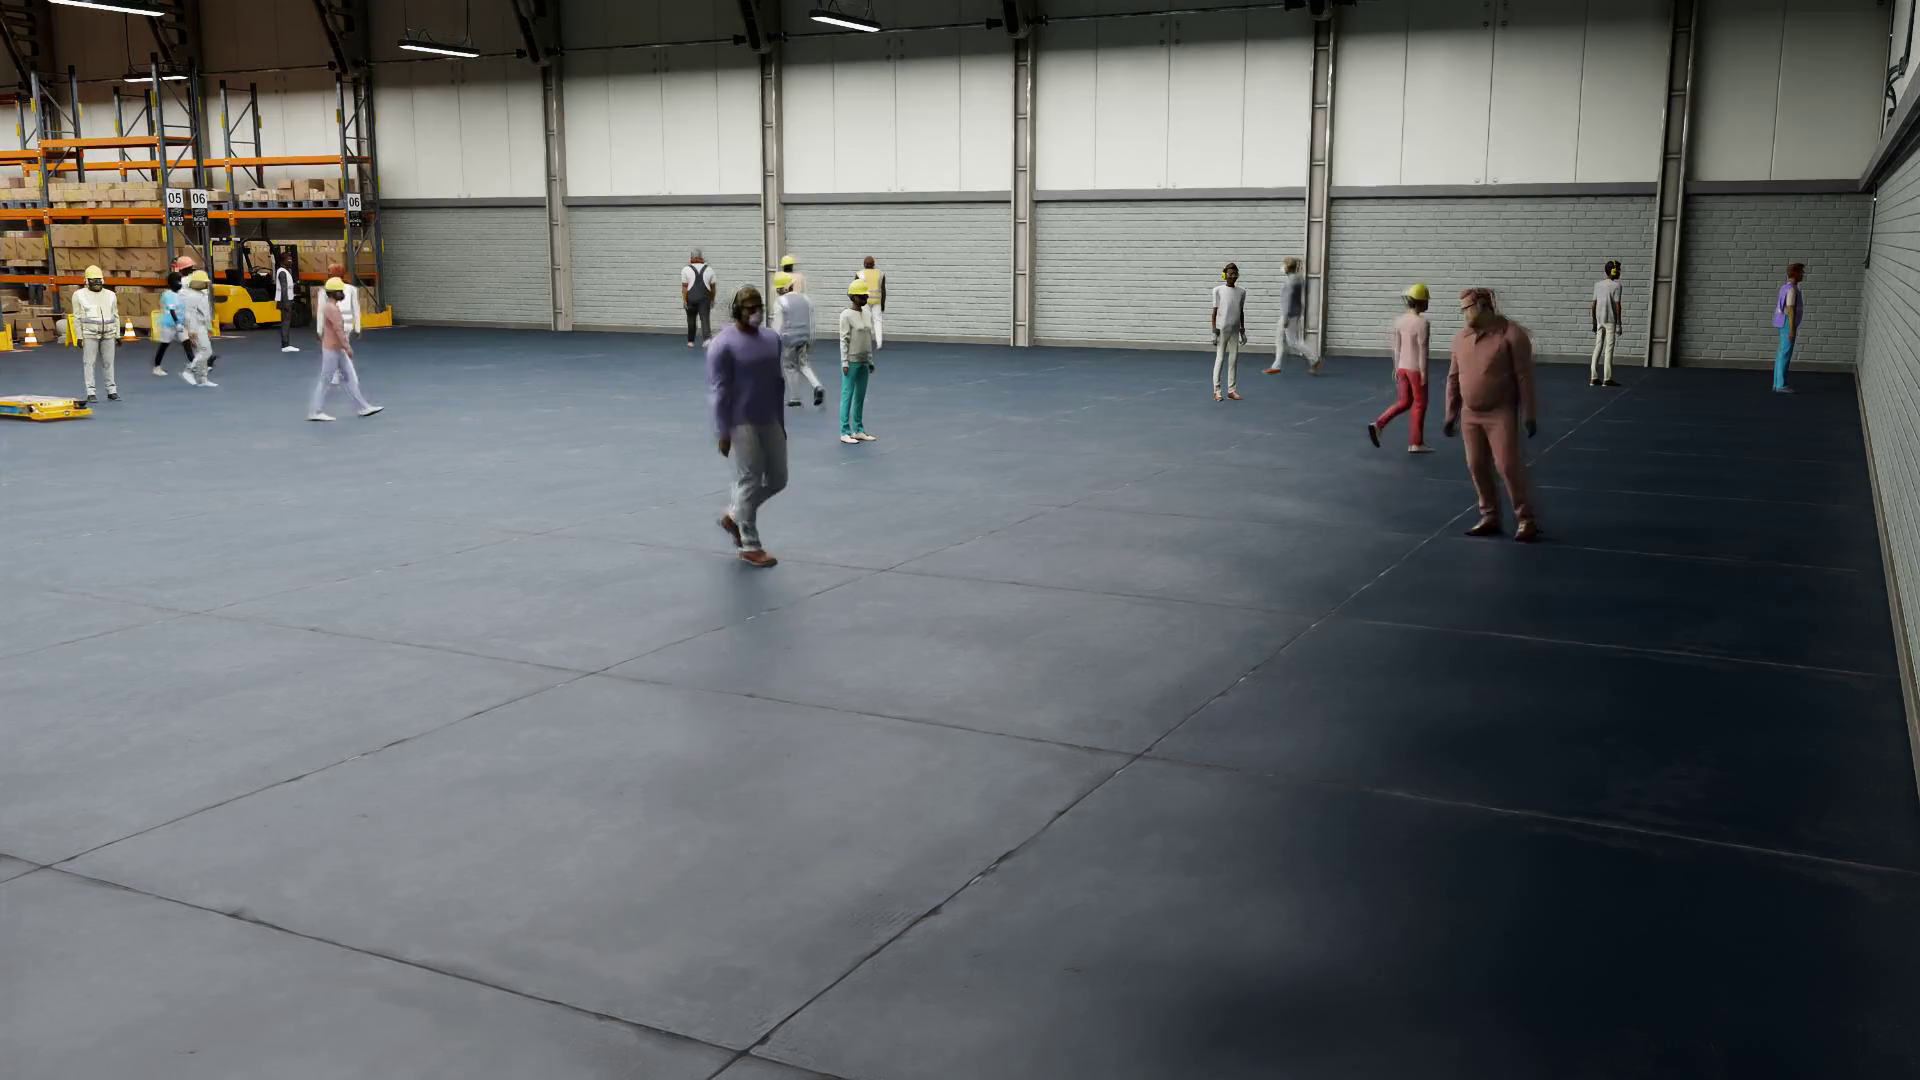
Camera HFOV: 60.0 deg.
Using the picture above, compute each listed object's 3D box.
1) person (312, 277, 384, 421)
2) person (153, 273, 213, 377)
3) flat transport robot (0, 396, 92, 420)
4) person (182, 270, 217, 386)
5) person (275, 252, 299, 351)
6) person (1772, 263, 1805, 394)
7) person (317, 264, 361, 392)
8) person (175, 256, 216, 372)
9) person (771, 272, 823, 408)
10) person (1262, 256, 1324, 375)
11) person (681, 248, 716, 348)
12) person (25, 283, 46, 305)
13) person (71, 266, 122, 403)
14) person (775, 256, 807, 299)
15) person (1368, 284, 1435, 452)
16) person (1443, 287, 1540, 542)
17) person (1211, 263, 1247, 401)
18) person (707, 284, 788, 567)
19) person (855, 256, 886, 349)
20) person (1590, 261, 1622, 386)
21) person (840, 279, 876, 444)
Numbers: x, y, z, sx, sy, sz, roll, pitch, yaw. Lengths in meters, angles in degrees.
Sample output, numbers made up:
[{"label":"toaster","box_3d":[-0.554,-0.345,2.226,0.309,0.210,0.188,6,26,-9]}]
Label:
[{"label":"person","box_3d":[-7.485,-2.306,20.189,0.890,1.727,0.532,-4,11,-19]},{"label":"person","box_3d":[-12.434,-3.410,26.392,0.919,1.641,0.533,0,10,1]},{"label":"flat transport robot","box_3d":[-11.499,-1.649,20.563,1.431,0.197,0.652,5,12,27]},{"label":"person","box_3d":[-11.252,-3.124,24.640,0.422,1.723,0.485,-2,11,-11]},{"label":"person","box_3d":[-13.083,-4.617,32.261,0.383,1.916,0.591,-4,11,-18]},{"label":"person","box_3d":[11.796,-3.012,23.696,0.381,1.845,0.570,3,11,18]},{"label":"person","box_3d":[-8.972,-3.059,24.013,0.973,1.835,0.596,8,13,38]},{"label":"person","box_3d":[-12.422,-3.662,27.082,0.580,1.906,0.586,4,11,20]},{"label":"person","box_3d":[-2.118,-2.562,21.442,0.563,1.784,0.617,10,14,43]},{"label":"person","box_3d":[5.373,-3.578,26.629,0.910,1.913,0.636,3,11,14]},{"label":"person","box_3d":[-5.225,-4.862,33.255,0.696,2.000,1.032,-4,11,-20]},{"label":"person","box_3d":[-24.792,-6.877,44.584,0.388,1.919,0.583,5,11,24]},{"label":"person","box_3d":[-11.604,-2.769,22.406,0.403,1.835,0.588,10,14,42]},{"label":"person","box_3d":[-3.044,-4.099,29.567,0.595,1.869,0.993,-9,14,-39]},{"label":"person","box_3d":[4.602,-1.755,17.122,0.641,1.749,0.529,-3,11,-16]},{"label":"person","box_3d":[3.913,-0.932,12.315,0.427,1.864,0.711,-8,13,-37]},{"label":"person","box_3d":[3.666,-2.829,22.638,0.531,1.871,0.322,-4,11,-19]},{"label":"person","box_3d":[-1.448,-0.779,11.324,0.508,1.917,0.641,8,13,37]},{"label":"person","box_3d":[-1.770,-4.669,32.750,0.631,1.841,0.429,-3,11,-17]},{"label":"person","box_3d":[9.654,-3.222,24.803,0.314,1.862,0.532,-6,12,-28]},{"label":"person","box_3d":[-1.103,-1.936,18.052,0.331,1.768,0.526,7,12,33]}]
